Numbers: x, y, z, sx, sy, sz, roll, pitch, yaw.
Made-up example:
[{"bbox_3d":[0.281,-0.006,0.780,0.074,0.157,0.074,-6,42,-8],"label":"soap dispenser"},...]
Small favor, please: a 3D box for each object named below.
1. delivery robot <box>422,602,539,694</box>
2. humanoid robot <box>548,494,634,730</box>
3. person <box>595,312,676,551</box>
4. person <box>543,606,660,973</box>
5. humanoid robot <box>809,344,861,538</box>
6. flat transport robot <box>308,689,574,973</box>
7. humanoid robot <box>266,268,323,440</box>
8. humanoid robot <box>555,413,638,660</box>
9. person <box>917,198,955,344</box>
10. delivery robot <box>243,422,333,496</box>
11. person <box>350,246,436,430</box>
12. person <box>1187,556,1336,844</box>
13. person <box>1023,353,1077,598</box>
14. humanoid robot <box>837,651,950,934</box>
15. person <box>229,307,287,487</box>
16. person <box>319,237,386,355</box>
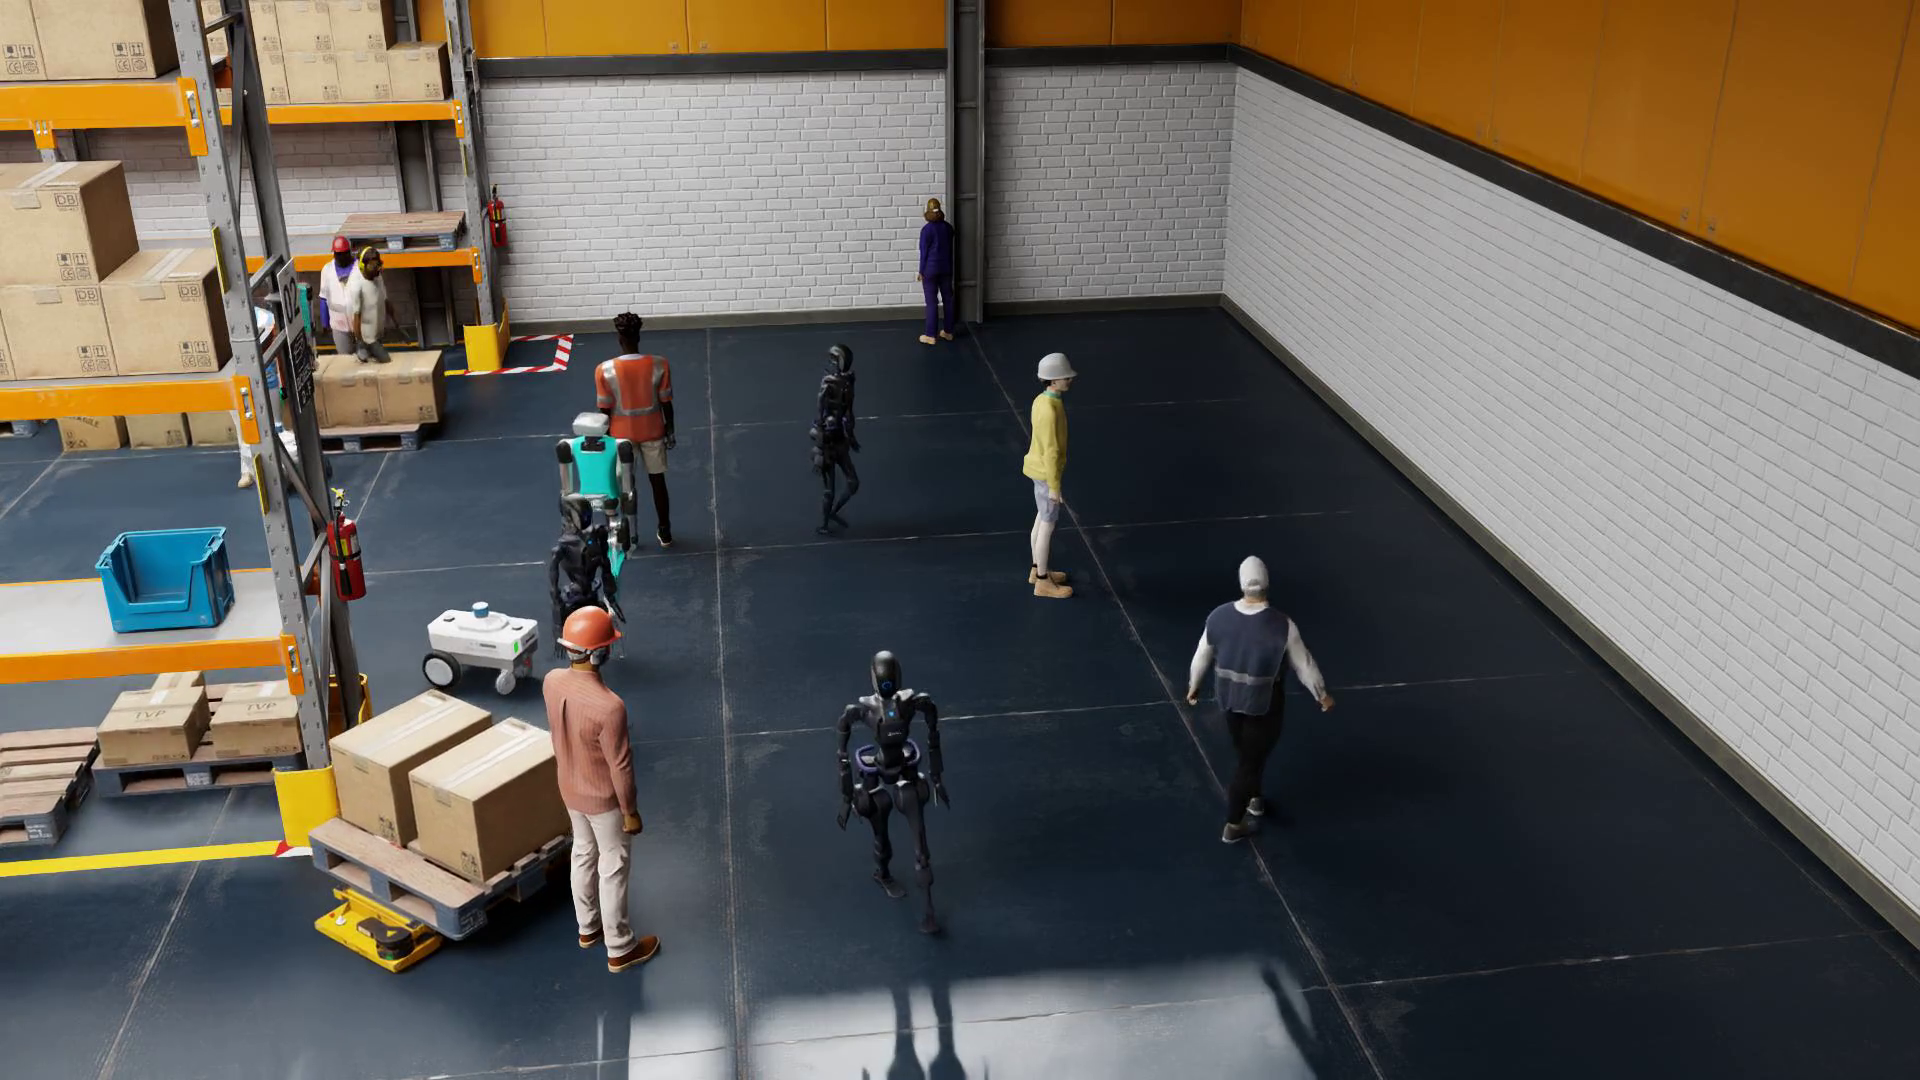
[{"bbox_3d":[-3.276,0.715,11.402,0.742,0.587,0.525,6,24,13],"label":"delivery robot"},{"bbox_3d":[-2.381,0.460,10.646,0.765,1.632,0.589,12,26,25],"label":"humanoid robot"},{"bbox_3d":[-2.568,-0.858,13.253,0.603,1.957,0.367,-8,25,-18],"label":"person"},{"bbox_3d":[-1.818,1.255,8.409,0.610,1.986,0.401,21,31,39],"label":"person"},{"bbox_3d":[-1.025,-0.802,13.474,0.366,1.635,0.609,10,26,22],"label":"humanoid robot"},{"bbox_3d":[-2.759,1.845,9.192,0.659,0.231,1.431,15,28,31],"label":"flat transport robot"},{"bbox_3d":[-6.253,-1.593,15.340,0.722,1.905,0.558,7,25,16],"label":"humanoid robot"},{"bbox_3d":[-2.495,0.057,11.457,0.530,1.796,0.694,-1,24,-3],"label":"humanoid robot"},{"bbox_3d":[-0.276,-3.003,18.553,0.455,1.619,0.352,-17,29,-33],"label":"person"},{"bbox_3d":[-6.008,-0.747,14.733,0.791,0.587,0.499,14,27,29],"label":"delivery robot"},{"bbox_3d":[-5.439,-1.900,15.791,0.904,1.819,0.545,1,24,1],"label":"person"},{"bbox_3d":[1.701,0.904,9.515,0.801,1.729,0.585,16,28,32],"label":"person"},{"bbox_3d":[0.664,-0.489,12.497,0.384,1.892,0.471,-1,24,-3],"label":"person"},{"bbox_3d":[-0.343,1.297,8.730,0.608,1.624,0.734,-7,25,-15],"label":"humanoid robot"},{"bbox_3d":[-6.192,-1.354,14.526,0.634,1.840,0.429,-4,24,-8],"label":"person"},{"bbox_3d":[-5.980,-2.125,16.391,0.622,1.751,0.420,-2,24,-5],"label":"person"}]
